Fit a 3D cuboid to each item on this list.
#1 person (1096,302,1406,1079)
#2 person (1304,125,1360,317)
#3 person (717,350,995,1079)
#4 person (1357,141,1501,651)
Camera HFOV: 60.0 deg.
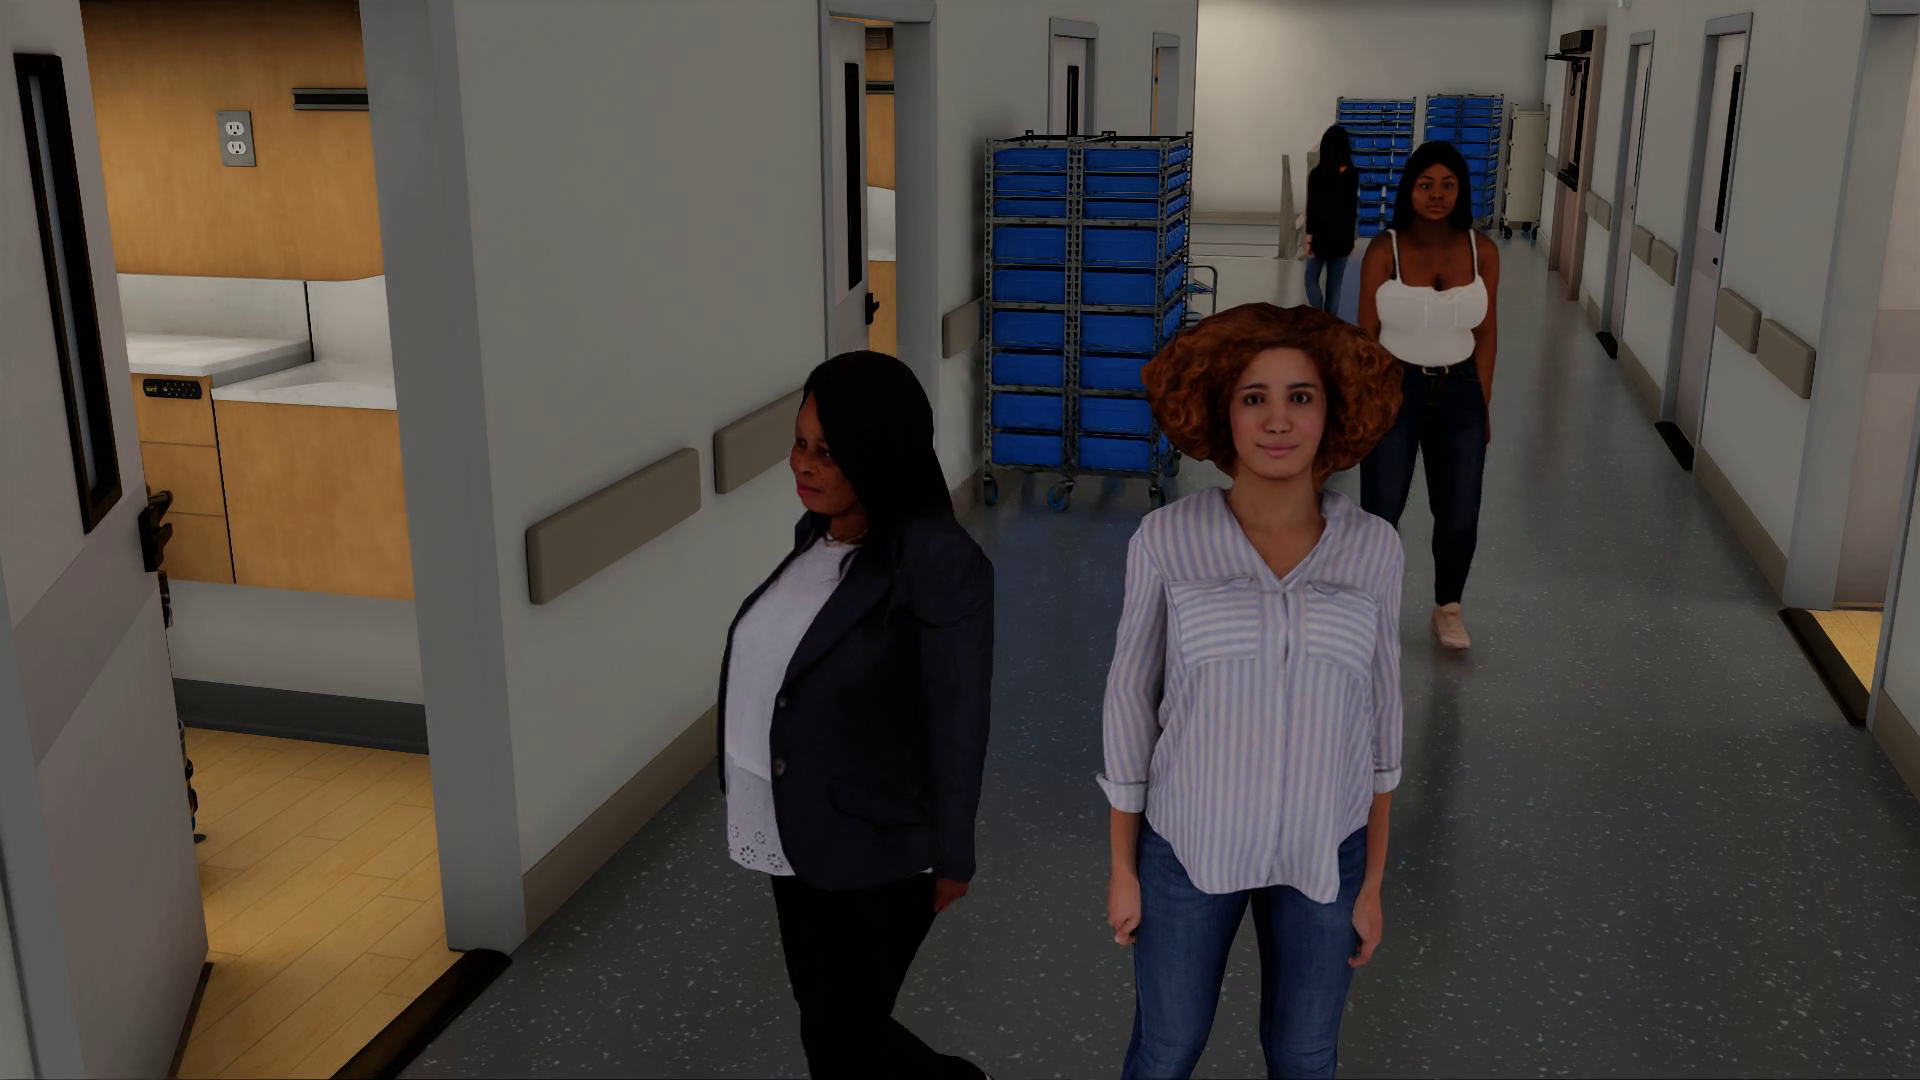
[{"bbox_3d":[0.464,0.466,2.657,0.682,1.713,0.671,1,16,4],"label":"person"},{"bbox_3d":[2.785,-2.248,12.424,0.653,1.636,0.706,-1,16,-3],"label":"person"},{"bbox_3d":[-0.109,0.465,2.889,0.915,1.588,0.857,-10,18,-31],"label":"person"},{"bbox_3d":[1.611,-0.473,5.832,0.686,1.796,0.692,1,16,4],"label":"person"}]
